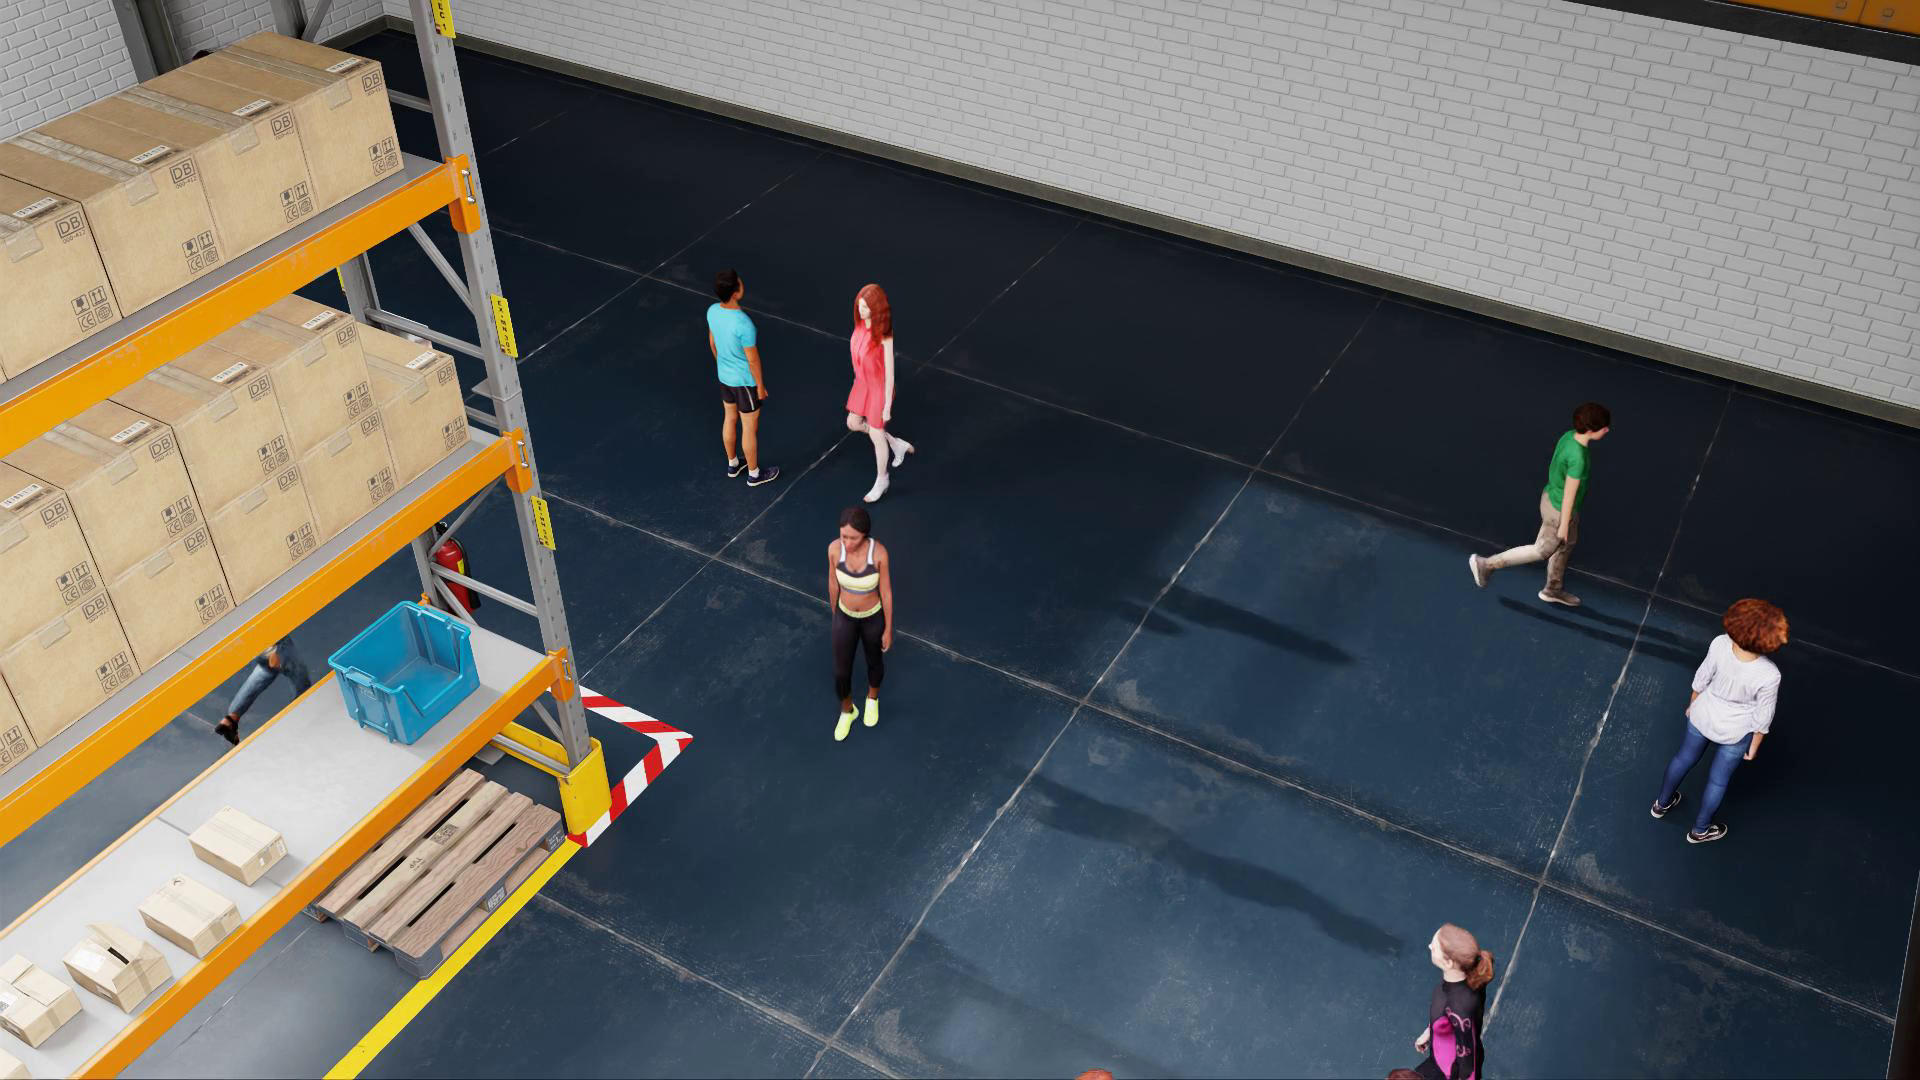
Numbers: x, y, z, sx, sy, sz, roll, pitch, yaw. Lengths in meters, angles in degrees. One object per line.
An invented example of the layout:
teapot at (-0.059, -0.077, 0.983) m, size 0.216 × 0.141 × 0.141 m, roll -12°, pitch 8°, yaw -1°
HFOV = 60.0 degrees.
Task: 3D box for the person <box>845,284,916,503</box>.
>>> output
person at (-0.554, -1.099, 12.155) m, size 0.862 × 1.812 × 0.766 m, roll -25°, pitch 45°, yaw -28°

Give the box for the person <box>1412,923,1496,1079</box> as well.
person at (2.362, 2.509, 7.746) m, size 0.689 × 1.676 × 1.045 m, roll 12°, pitch 40°, yaw 15°

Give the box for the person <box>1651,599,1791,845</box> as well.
person at (4.386, 1.030, 9.567) m, size 0.759 × 1.714 × 0.748 m, roll -23°, pitch 44°, yaw -26°

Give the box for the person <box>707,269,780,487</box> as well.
person at (-1.646, -1.197, 12.305) m, size 0.657 × 1.777 × 0.581 m, roll 28°, pitch 46°, yaw 31°

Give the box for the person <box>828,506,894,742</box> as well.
person at (-0.587, 0.432, 10.295) m, size 0.690 × 1.739 × 0.763 m, roll 4°, pitch 39°, yaw 5°

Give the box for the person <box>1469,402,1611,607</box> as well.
person at (3.948, -0.232, 11.215) m, size 0.833 × 1.629 × 1.033 m, roll 11°, pitch 40°, yaw 13°
